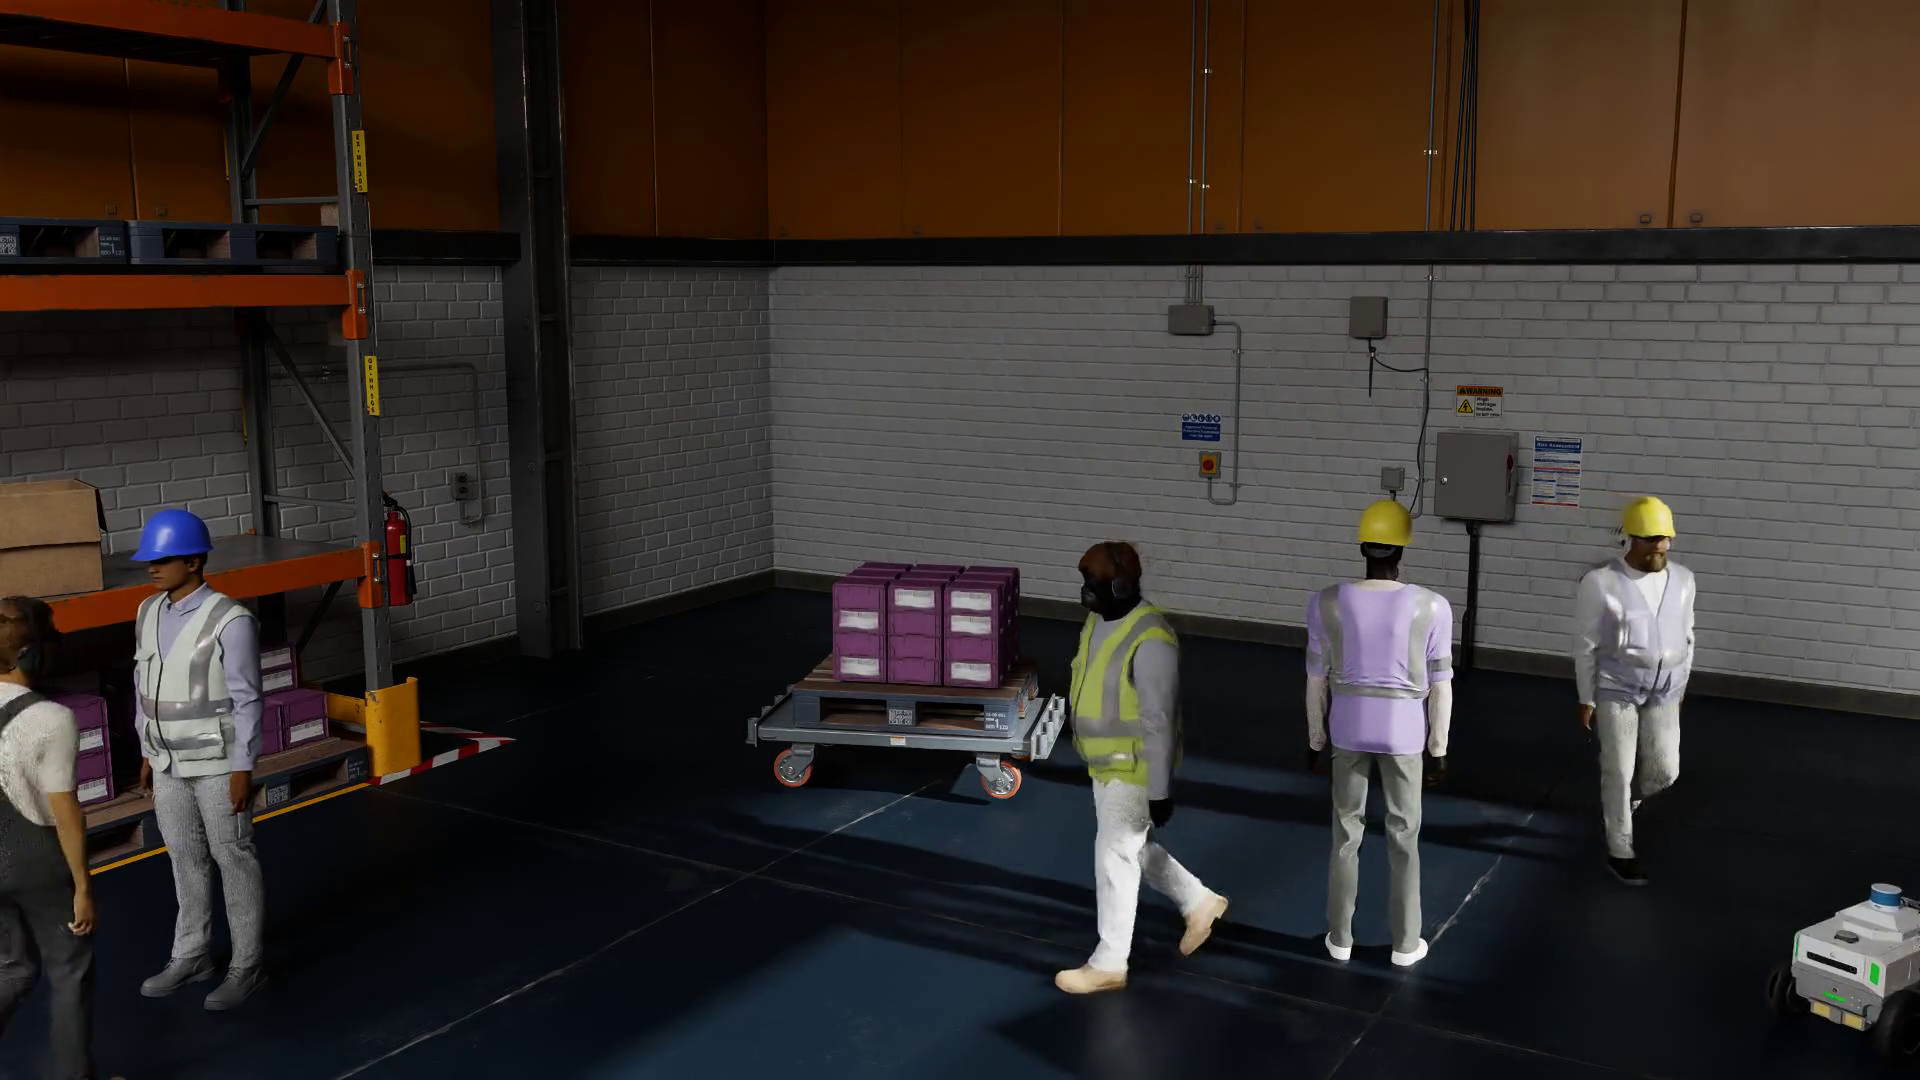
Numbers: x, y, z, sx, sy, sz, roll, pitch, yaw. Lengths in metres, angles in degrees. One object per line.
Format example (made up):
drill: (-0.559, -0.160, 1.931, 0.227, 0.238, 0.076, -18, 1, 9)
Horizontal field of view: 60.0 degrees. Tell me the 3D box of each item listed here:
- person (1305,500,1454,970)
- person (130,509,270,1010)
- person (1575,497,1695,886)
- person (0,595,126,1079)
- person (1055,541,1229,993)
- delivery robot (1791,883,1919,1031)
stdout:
person: (1.705, 0.795, 6.806, 0.584, 1.928, 0.372, 3, 10, 19)
person: (-2.962, 0.841, 6.461, 0.608, 1.948, 0.389, 4, 10, 23)
person: (3.161, 0.684, 7.851, 0.598, 1.817, 0.536, -1, 9, -5)
person: (-3.025, 1.085, 5.320, 0.525, 1.826, 0.639, 3, 9, 16)
person: (0.741, 0.885, 6.627, 0.681, 1.816, 0.664, -2, 9, -14)
delivery robot: (3.442, 1.528, 6.215, 0.707, 0.478, 0.477, -6, 11, -34)
